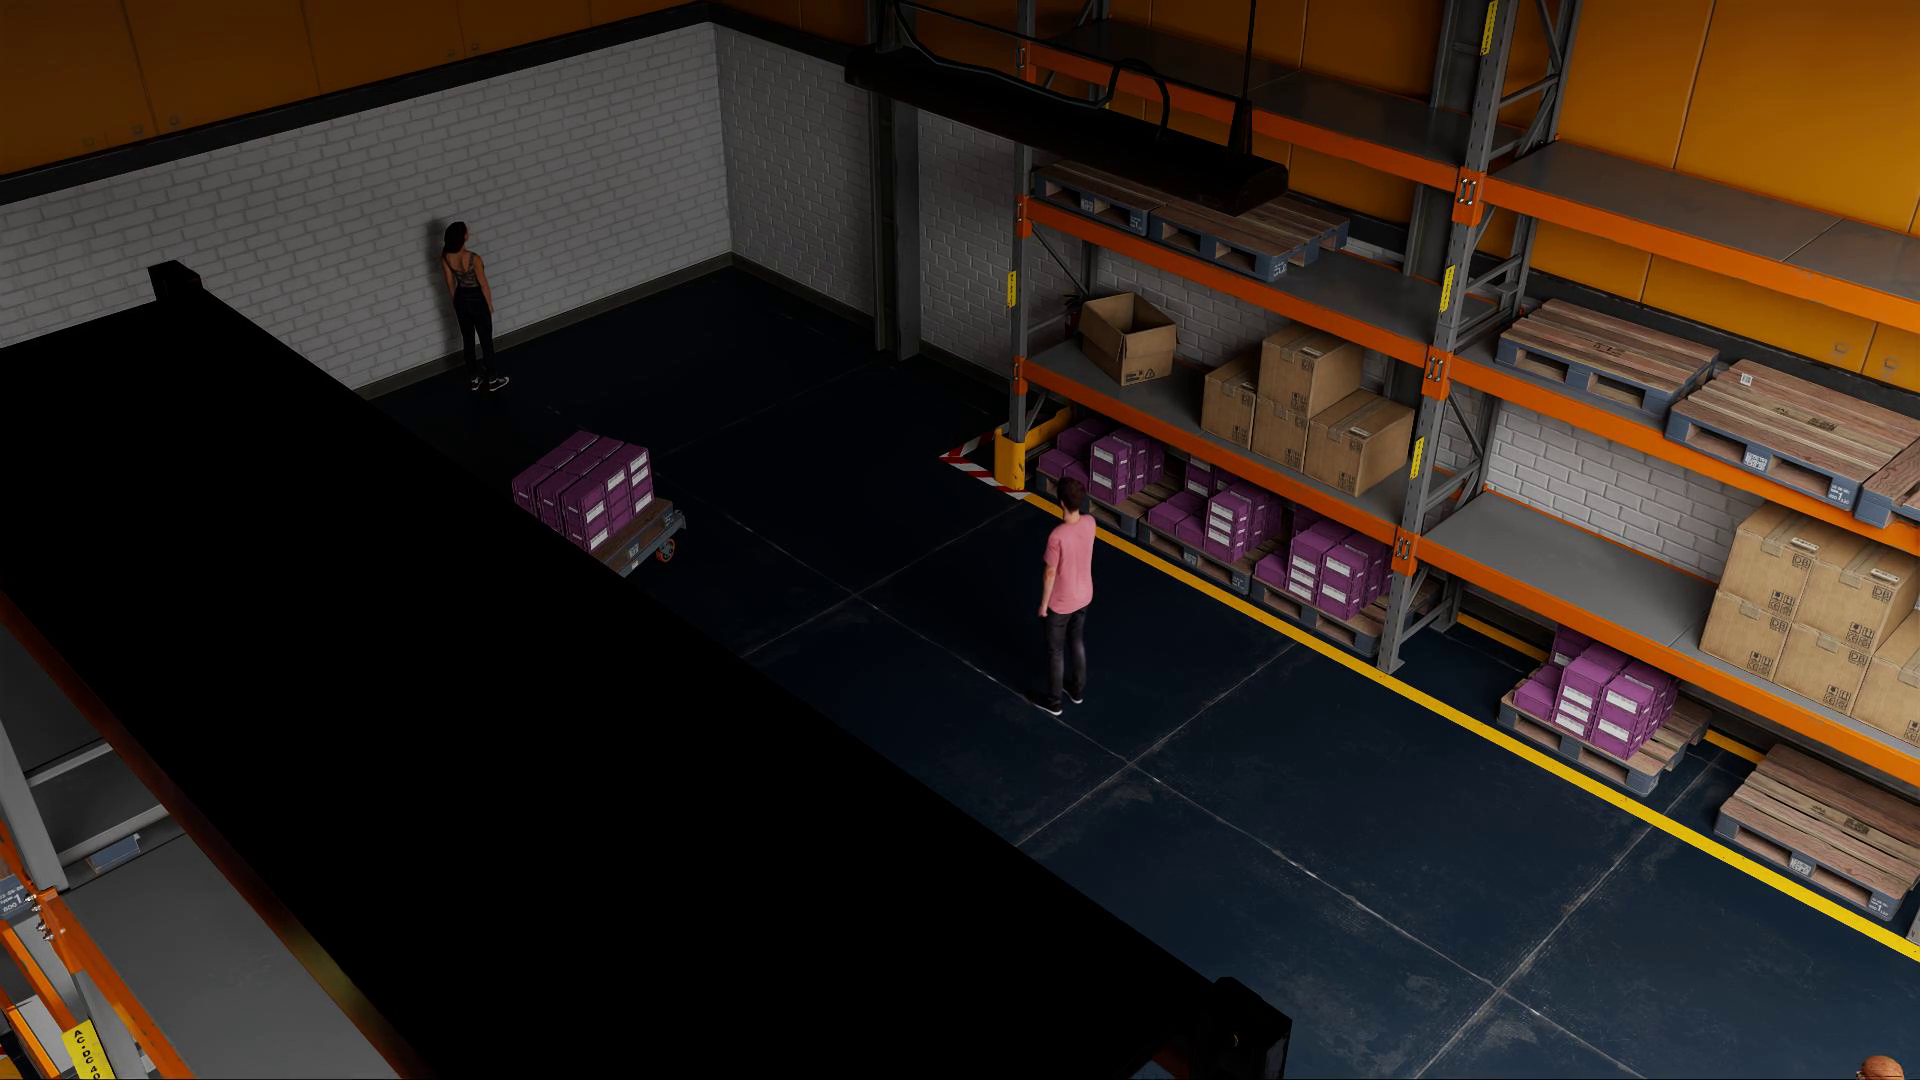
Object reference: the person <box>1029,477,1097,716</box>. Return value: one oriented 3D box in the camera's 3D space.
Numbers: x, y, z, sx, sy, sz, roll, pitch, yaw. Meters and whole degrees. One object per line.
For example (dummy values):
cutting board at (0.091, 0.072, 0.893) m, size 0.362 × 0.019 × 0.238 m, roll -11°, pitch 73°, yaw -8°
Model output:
person at (0.793, 0.421, 12.195) m, size 0.615 × 1.958 × 0.543 m, roll -29°, pitch 43°, yaw -36°

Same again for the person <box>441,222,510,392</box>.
person at (-4.840, -2.315, 16.482) m, size 0.635 × 1.770 × 0.748 m, roll 8°, pitch 35°, yaw 12°
